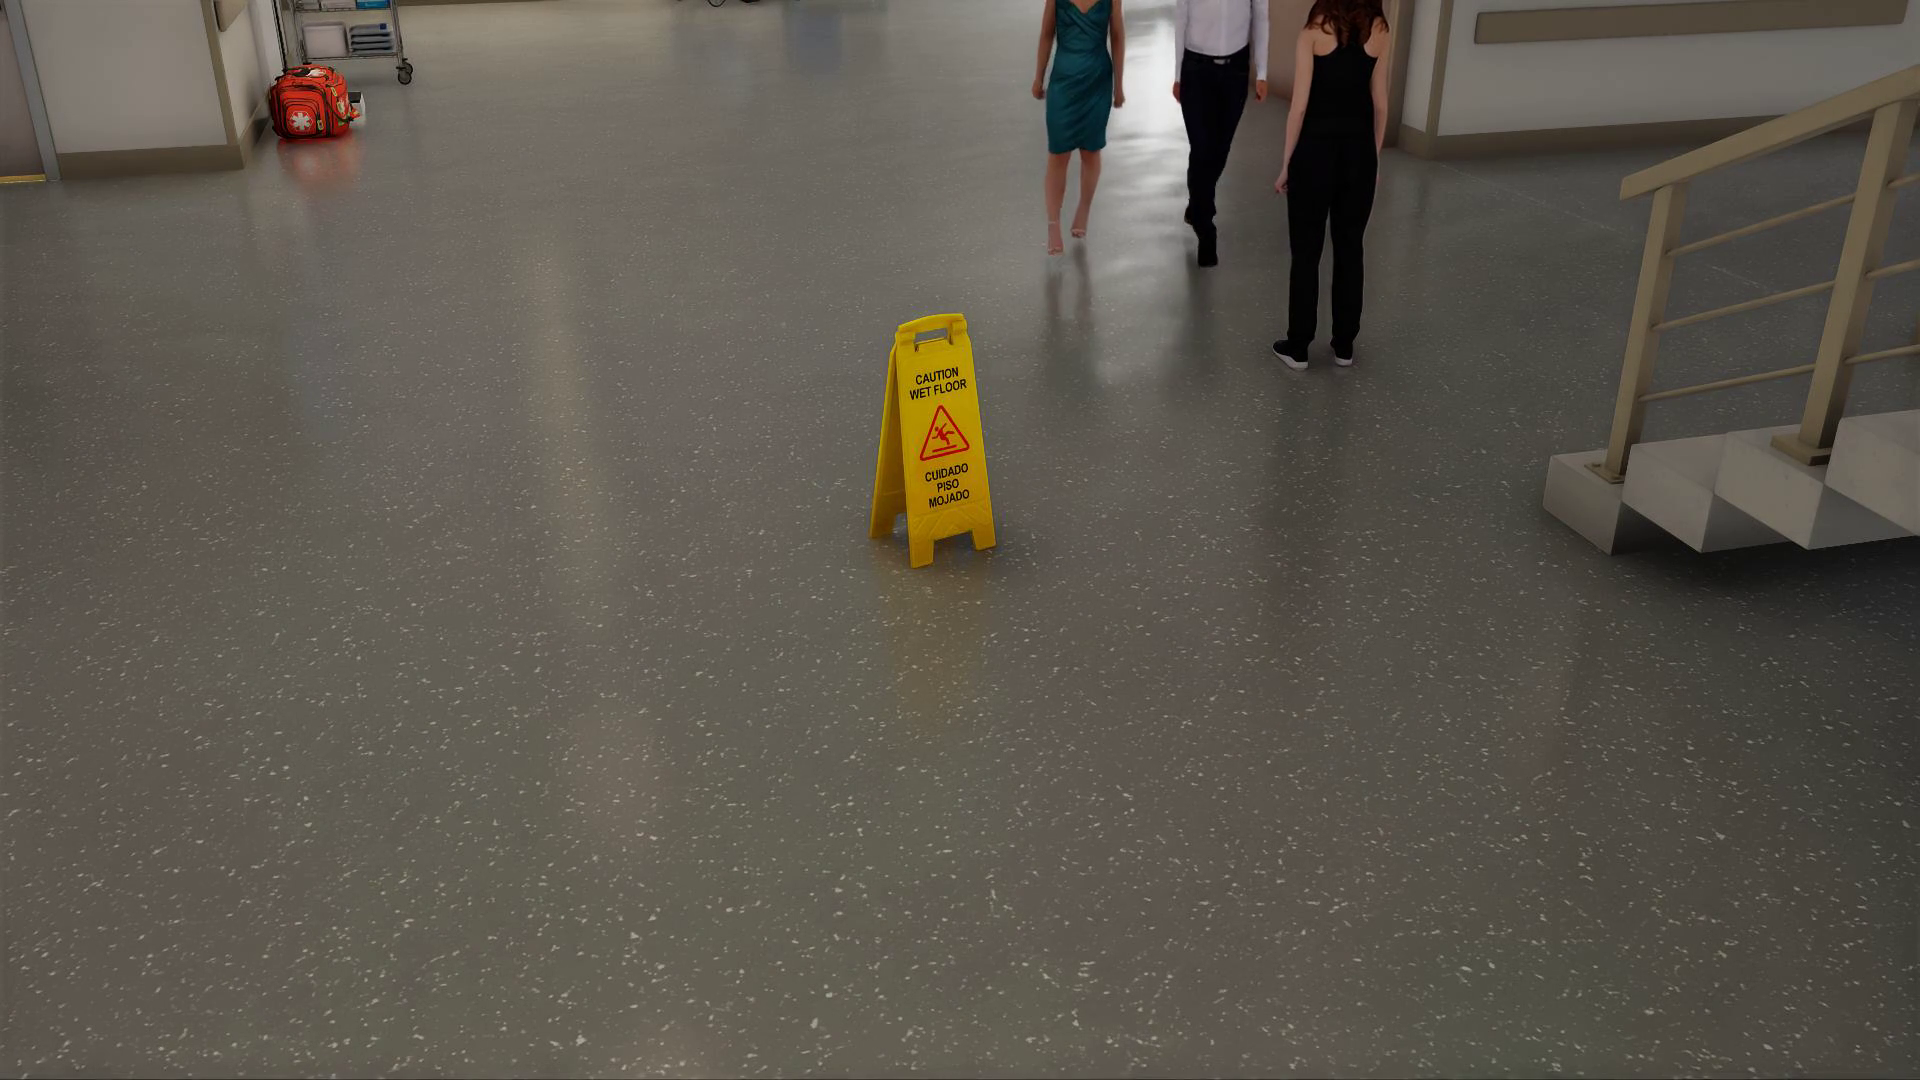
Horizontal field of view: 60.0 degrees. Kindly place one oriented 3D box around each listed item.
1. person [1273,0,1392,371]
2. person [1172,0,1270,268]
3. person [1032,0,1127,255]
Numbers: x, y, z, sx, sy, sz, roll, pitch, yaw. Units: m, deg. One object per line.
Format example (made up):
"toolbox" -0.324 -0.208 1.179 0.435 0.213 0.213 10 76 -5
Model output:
"person" 1.533 -1.568 6.830 0.618 1.747 0.550 -3 26 -7
"person" 1.282 -2.387 8.431 0.714 1.830 1.148 -4 26 -8
"person" 0.625 -2.309 8.478 0.857 1.650 1.023 4 26 8
